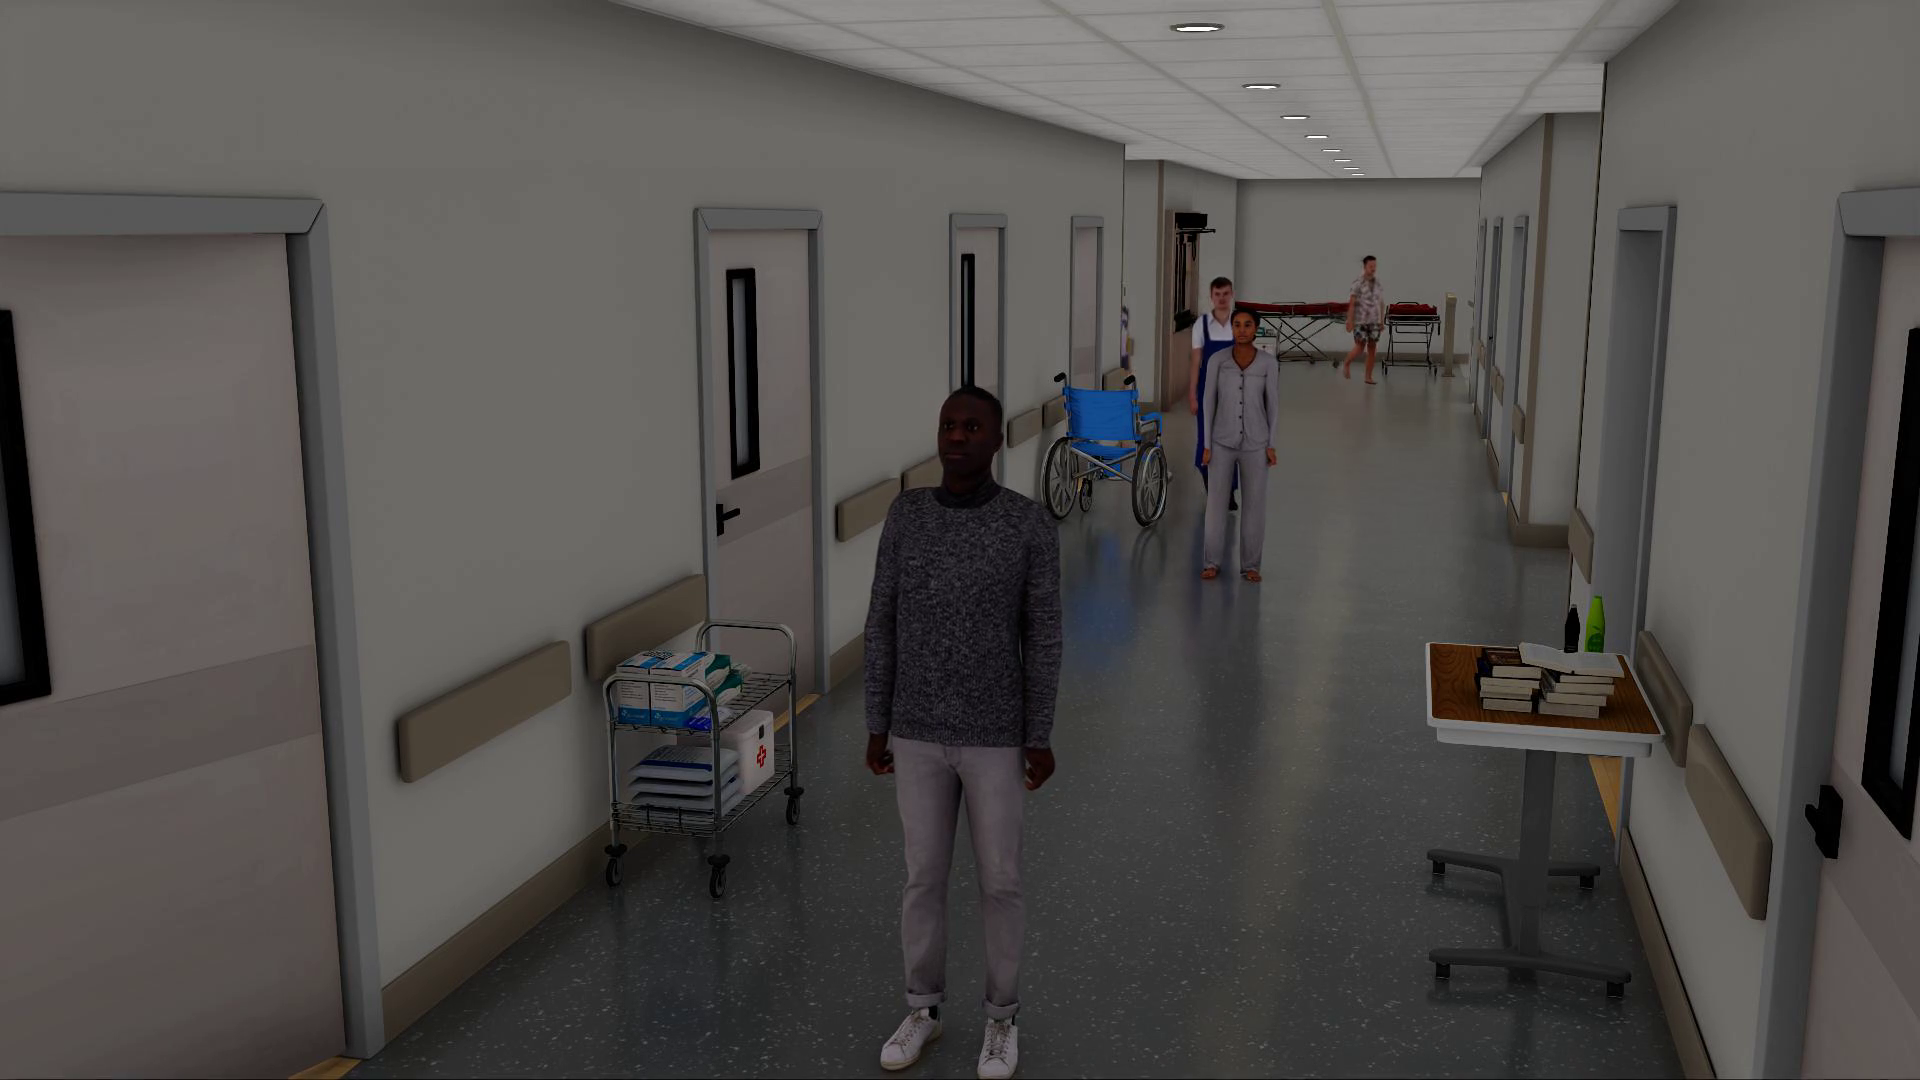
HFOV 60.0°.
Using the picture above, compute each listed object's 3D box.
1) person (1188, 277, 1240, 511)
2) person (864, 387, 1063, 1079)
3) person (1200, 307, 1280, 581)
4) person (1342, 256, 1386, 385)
[{"bbox_3d":[2.066,-1.174,13.360,0.842,1.808,1.312,0,11,1],"label":"person"},{"bbox_3d":[0.012,0.504,4.435,0.671,1.838,0.528,3,11,15],"label":"person"},{"bbox_3d":[1.788,-0.626,10.665,0.652,1.736,0.564,2,11,9],"label":"person"},{"bbox_3d":[5.722,-3.116,23.634,0.925,1.793,0.999,-4,12,-21],"label":"person"}]
